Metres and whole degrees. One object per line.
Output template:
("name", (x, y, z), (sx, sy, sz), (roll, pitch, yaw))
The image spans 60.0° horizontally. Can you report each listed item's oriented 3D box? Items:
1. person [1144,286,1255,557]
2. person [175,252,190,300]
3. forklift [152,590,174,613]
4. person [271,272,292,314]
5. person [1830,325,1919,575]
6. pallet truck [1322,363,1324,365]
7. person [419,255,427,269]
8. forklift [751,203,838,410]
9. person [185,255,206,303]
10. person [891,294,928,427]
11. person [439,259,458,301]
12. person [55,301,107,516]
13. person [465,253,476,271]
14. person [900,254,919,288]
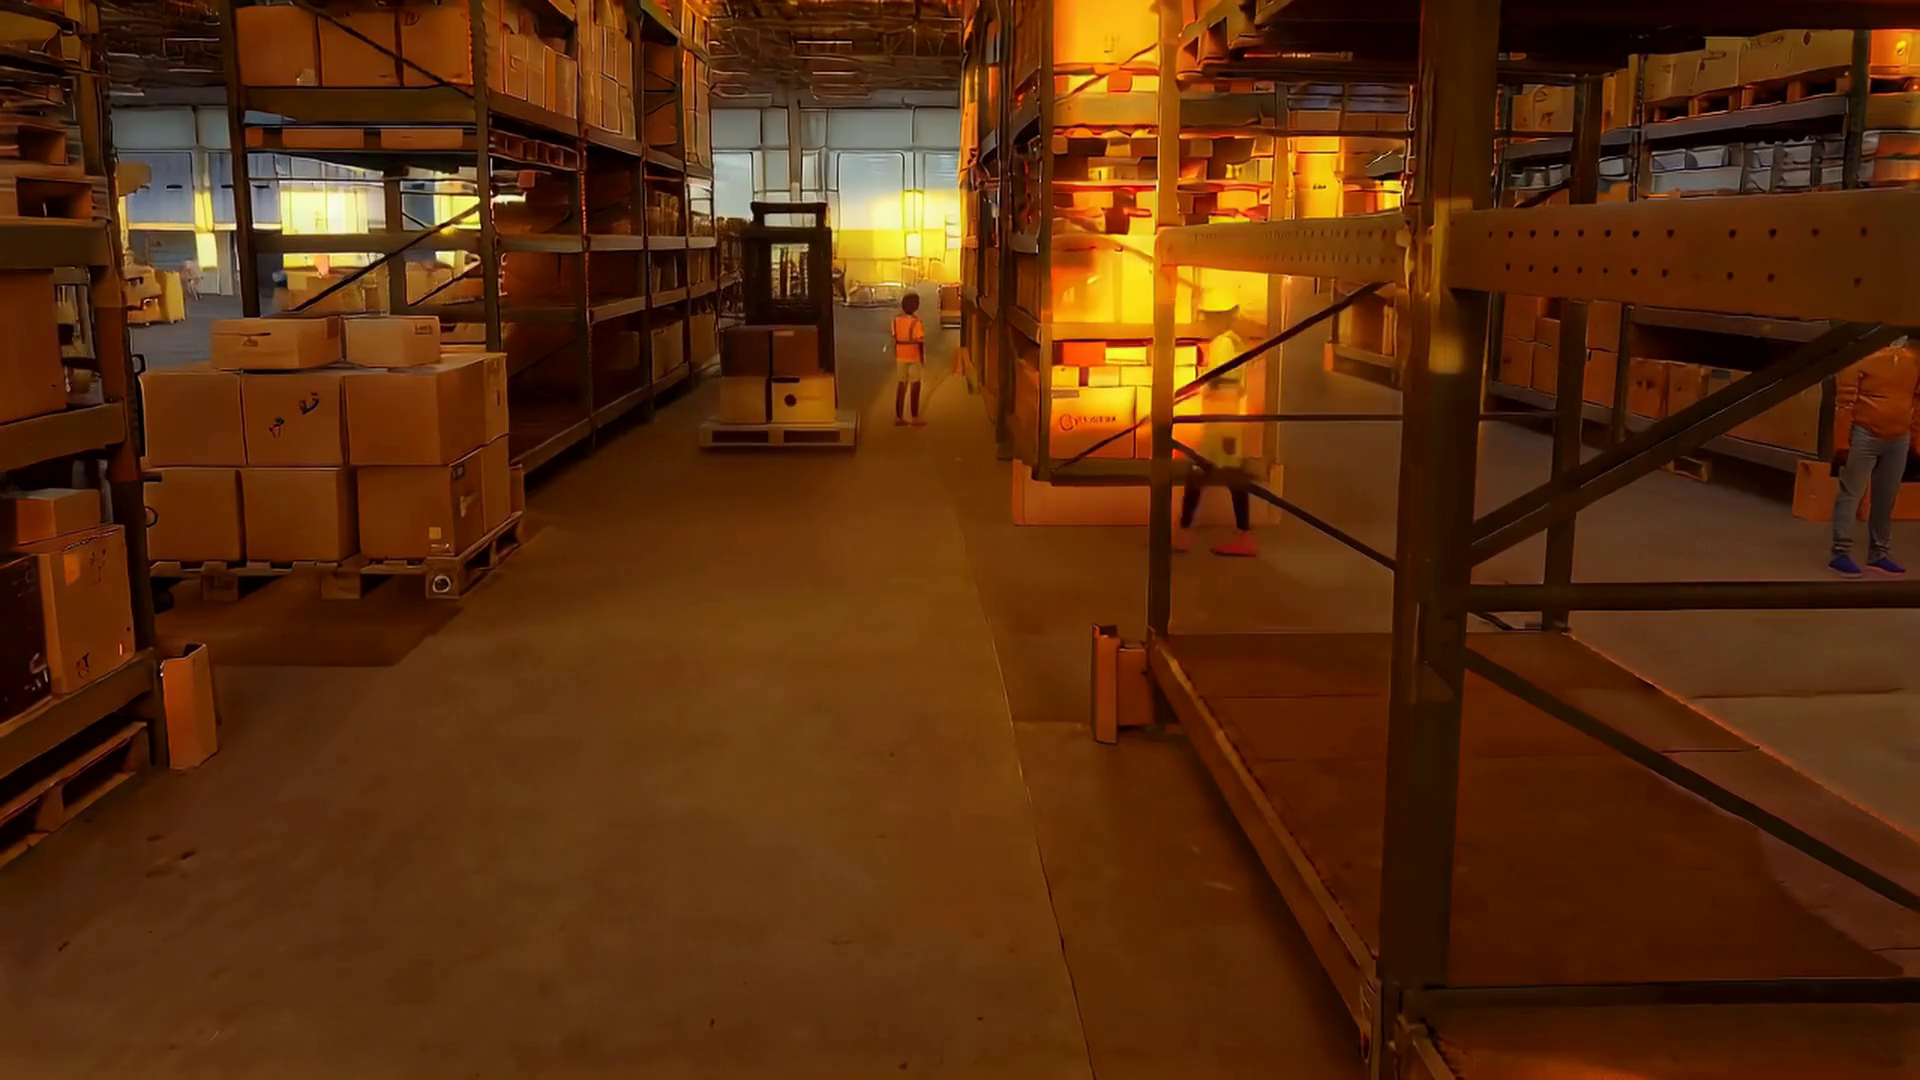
("person", (1.798, -0.871, 12.381), (0.929, 2.008, 0.632), (3, 11, 18))
("person", (-31.425, -10.655, 67.135), (0.634, 1.927, 0.618), (3, 11, 17))
("forklift", (-5.858, -0.811, 9.639), (1.873, 2.768, 1.129), (-1, 10, -3))
("person", (-13.194, -4.329, 32.347), (0.542, 1.755, 0.381), (5, 11, 25))
("person", (6.483, -0.694, 11.737), (0.641, 1.900, 0.401), (-1, 10, -8))
("pallet truck", (7.712, -4.157, 30.737), (1.885, 1.965, 0.823), (3, 11, 16))
("person", (-20.993, -10.209, 64.952), (0.943, 1.822, 0.547), (-7, 13, -36))
("forklift", (-2.145, -2.870, 21.109), (1.129, 2.768, 1.873), (0, 10, -2))
("person", (-29.462, -10.075, 64.221), (0.822, 1.809, 0.629), (7, 12, 33))
("person", (-0.640, -2.283, 21.163), (0.534, 1.690, 0.339), (9, 14, 41))
("person", (-13.923, -6.693, 45.204), (1.011, 1.881, 0.567), (3, 11, 18))
("person", (-6.986, -0.925, 13.046), (1.006, 1.878, 0.564), (6, 12, 32))
("person", (-18.881, -10.127, 64.244), (0.431, 1.905, 0.612), (-6, 12, -29))
("person", (-1.669, -8.504, 55.117), (0.627, 1.940, 0.373), (-1, 10, -5))
